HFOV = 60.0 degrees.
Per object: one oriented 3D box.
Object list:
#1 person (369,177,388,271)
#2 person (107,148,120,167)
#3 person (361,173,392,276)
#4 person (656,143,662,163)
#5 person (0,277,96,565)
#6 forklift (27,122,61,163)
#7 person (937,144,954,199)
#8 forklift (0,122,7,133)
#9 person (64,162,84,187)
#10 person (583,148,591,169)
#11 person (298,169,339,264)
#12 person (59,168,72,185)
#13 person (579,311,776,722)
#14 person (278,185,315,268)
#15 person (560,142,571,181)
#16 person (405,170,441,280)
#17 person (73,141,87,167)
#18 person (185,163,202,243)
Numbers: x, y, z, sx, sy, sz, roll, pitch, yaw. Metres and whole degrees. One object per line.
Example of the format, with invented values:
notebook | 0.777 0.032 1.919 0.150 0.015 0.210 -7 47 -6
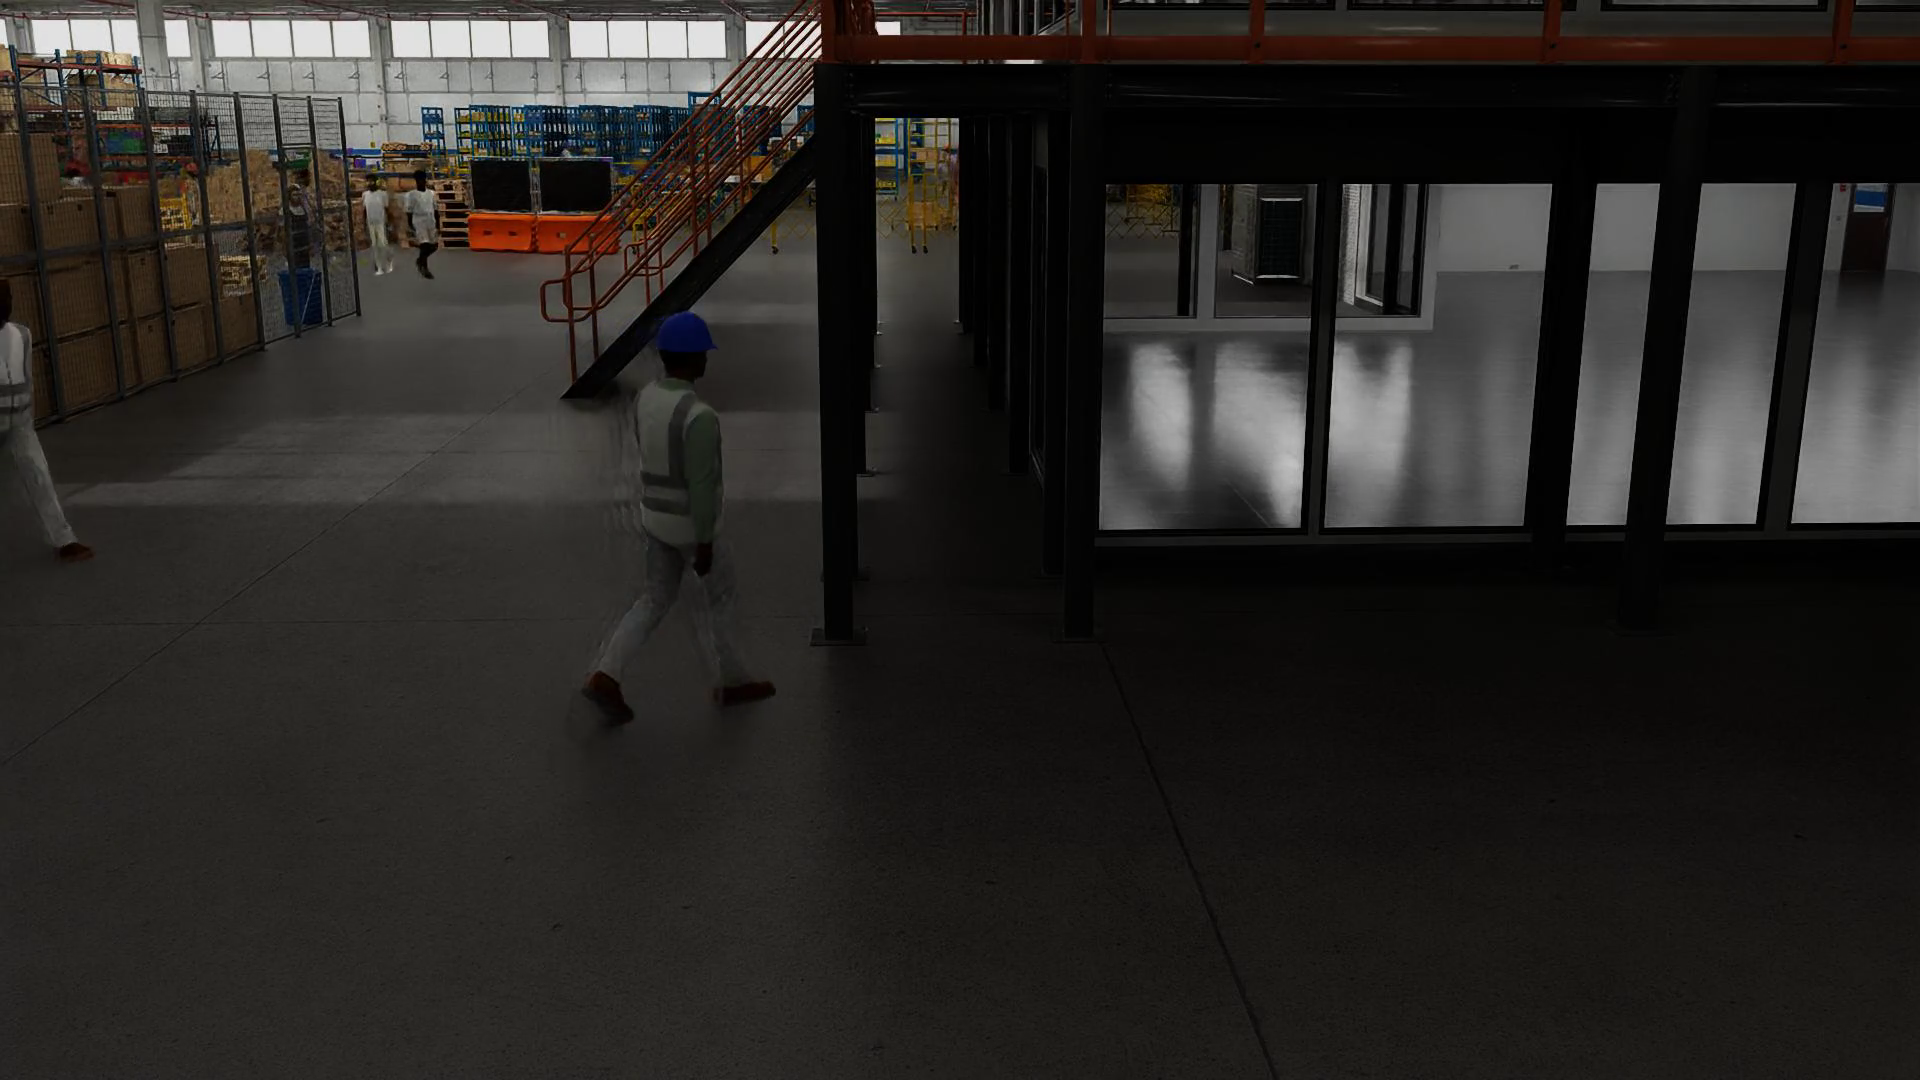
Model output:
person | -10.910 -5.930 31.310 0.448 1.750 0.551 2 14 7
person | -40.285 -17.878 79.154 0.534 1.718 0.925 -1 14 -4
person | -10.727 -5.788 30.532 0.503 1.860 0.398 2 14 8
person | -15.345 -19.405 85.059 0.724 1.804 0.618 -2 14 -6
person | -5.991 -0.730 10.399 1.005 1.833 0.593 7 15 24
forklift | -35.376 -14.773 64.377 1.129 2.768 1.873 -1 14 -2
person | -0.496 -13.667 61.734 0.940 2.012 0.617 11 18 37
forklift | -37.556 -14.906 64.910 1.129 2.768 1.873 -1 14 -2
person | -19.996 -7.676 38.019 0.835 1.909 0.561 -4 15 -17
person | -15.523 -15.517 69.684 0.761 1.738 0.533 -2 14 -8
person | -12.864 -6.366 32.832 0.988 1.865 0.602 -4 15 -15
person | -24.228 -9.271 45.021 0.510 1.574 0.877 -2 14 -6
person | -1.329 -0.095 7.689 0.898 1.915 0.610 -13 19 -41
person | -9.877 -4.355 24.837 0.345 1.846 0.506 7 16 26
person | -17.741 -16.852 74.603 0.538 1.928 0.643 4 15 17
person | -9.657 -5.660 29.847 0.596 1.945 0.630 11 18 37
person | -40.197 -17.219 75.977 0.615 1.982 0.474 -1 14 -4
person | -16.212 -7.016 35.288 0.379 1.937 0.548 -4 15 -15
